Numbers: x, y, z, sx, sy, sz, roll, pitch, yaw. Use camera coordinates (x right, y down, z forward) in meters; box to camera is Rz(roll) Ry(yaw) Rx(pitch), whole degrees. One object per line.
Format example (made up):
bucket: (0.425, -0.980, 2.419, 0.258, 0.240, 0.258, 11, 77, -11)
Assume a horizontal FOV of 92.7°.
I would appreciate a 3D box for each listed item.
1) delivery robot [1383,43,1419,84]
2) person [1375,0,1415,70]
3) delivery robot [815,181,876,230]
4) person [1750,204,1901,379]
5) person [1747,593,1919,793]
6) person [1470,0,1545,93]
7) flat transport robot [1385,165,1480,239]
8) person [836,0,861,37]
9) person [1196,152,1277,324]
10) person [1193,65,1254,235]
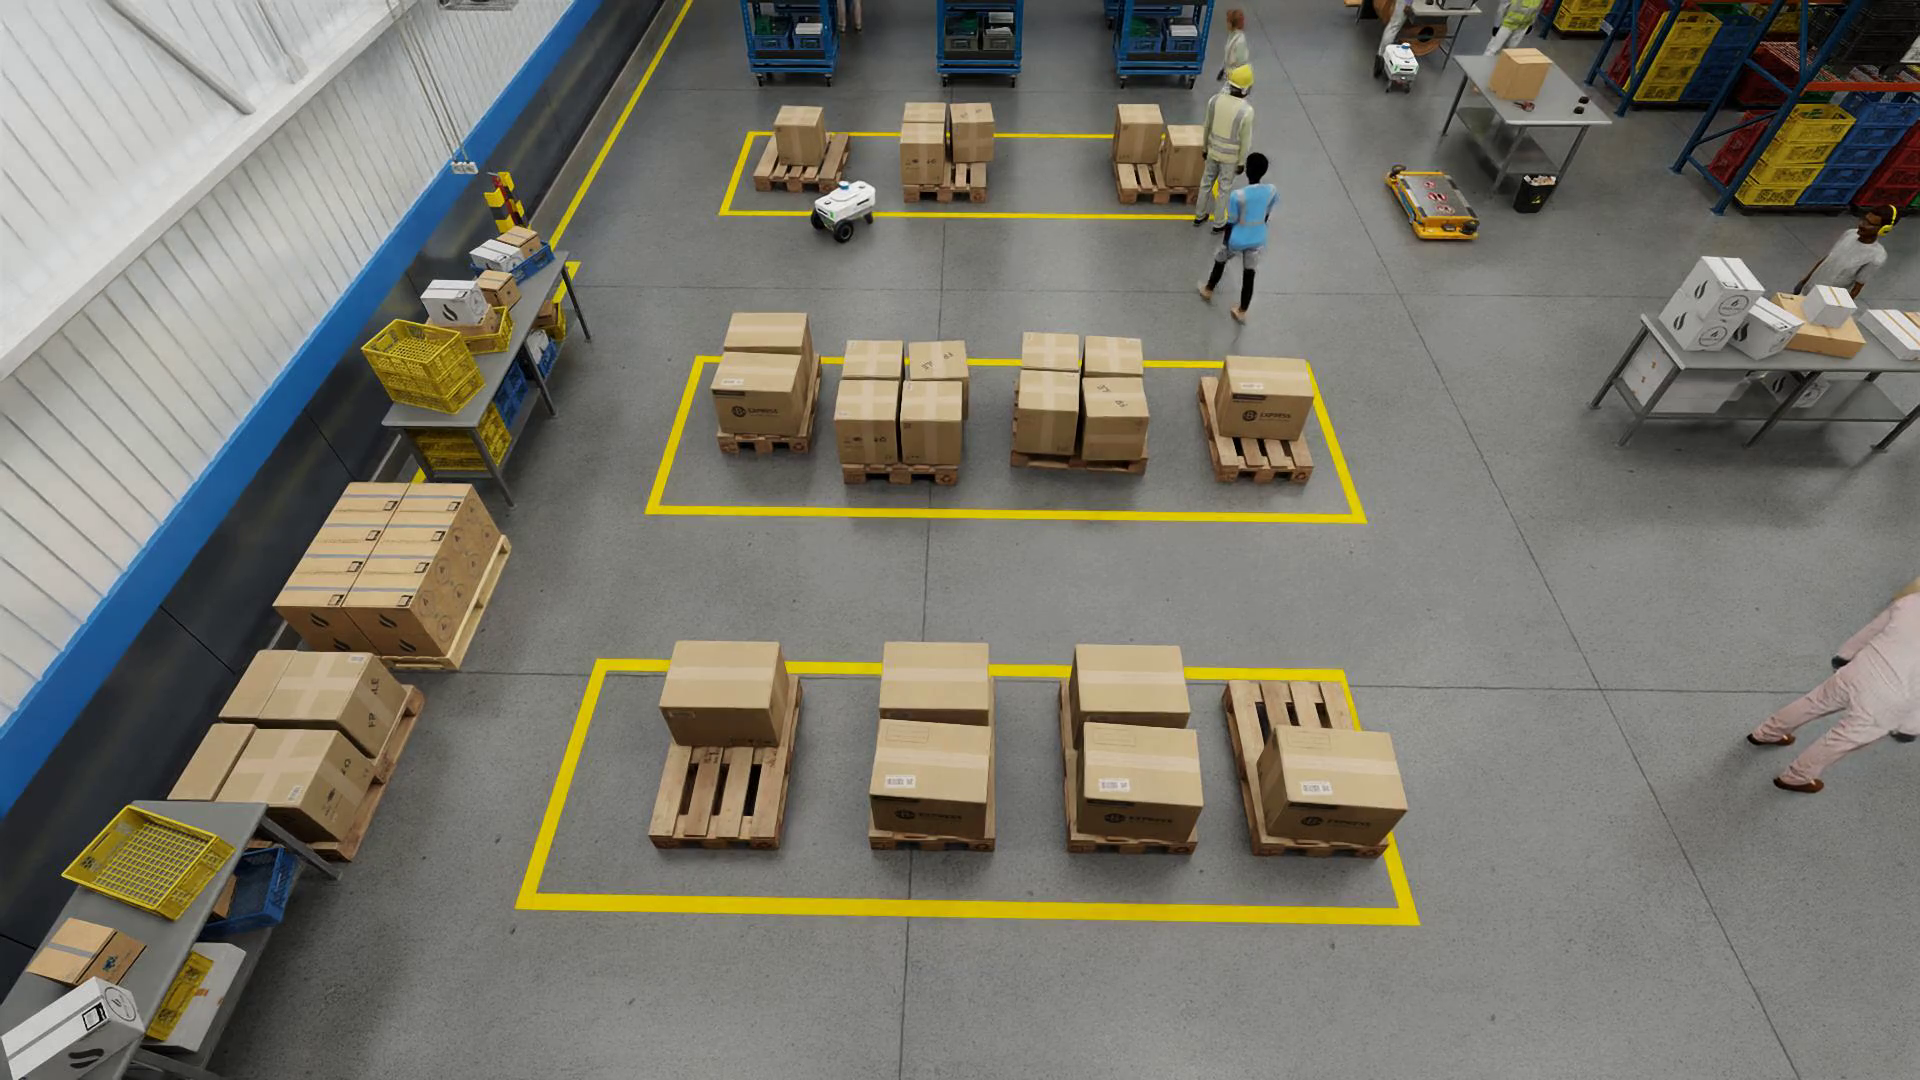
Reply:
delivery robot: (6.374, -6.919, 13.257, 0.477, 0.478, 0.707, 4, 49, 4)
person: (6.472, -7.862, 13.234, 0.372, 1.930, 0.628, 14, 51, 12)
delivery robot: (-1.322, -3.923, 10.665, 0.707, 0.478, 0.477, -36, 58, -27)
person: (7.784, -2.180, 8.351, 0.328, 1.873, 0.520, -1, 49, -1)
person: (5.715, 0.911, 5.662, 0.401, 1.900, 0.651, 2, 49, 2)
person: (7.693, -7.173, 12.701, 0.628, 1.837, 0.431, -8, 50, -7)
flat transport robot: (5.692, -4.094, 11.059, 0.652, 0.197, 1.431, 1, 49, 1)
person: (-1.752, -8.825, 14.035, 0.631, 1.979, 0.412, -19, 52, -16)
person: (2.853, -3.068, 9.261, 0.540, 1.643, 0.805, -10, 50, -8)
person: (2.969, -4.337, 10.242, 0.403, 1.835, 0.586, -35, 57, -26)
